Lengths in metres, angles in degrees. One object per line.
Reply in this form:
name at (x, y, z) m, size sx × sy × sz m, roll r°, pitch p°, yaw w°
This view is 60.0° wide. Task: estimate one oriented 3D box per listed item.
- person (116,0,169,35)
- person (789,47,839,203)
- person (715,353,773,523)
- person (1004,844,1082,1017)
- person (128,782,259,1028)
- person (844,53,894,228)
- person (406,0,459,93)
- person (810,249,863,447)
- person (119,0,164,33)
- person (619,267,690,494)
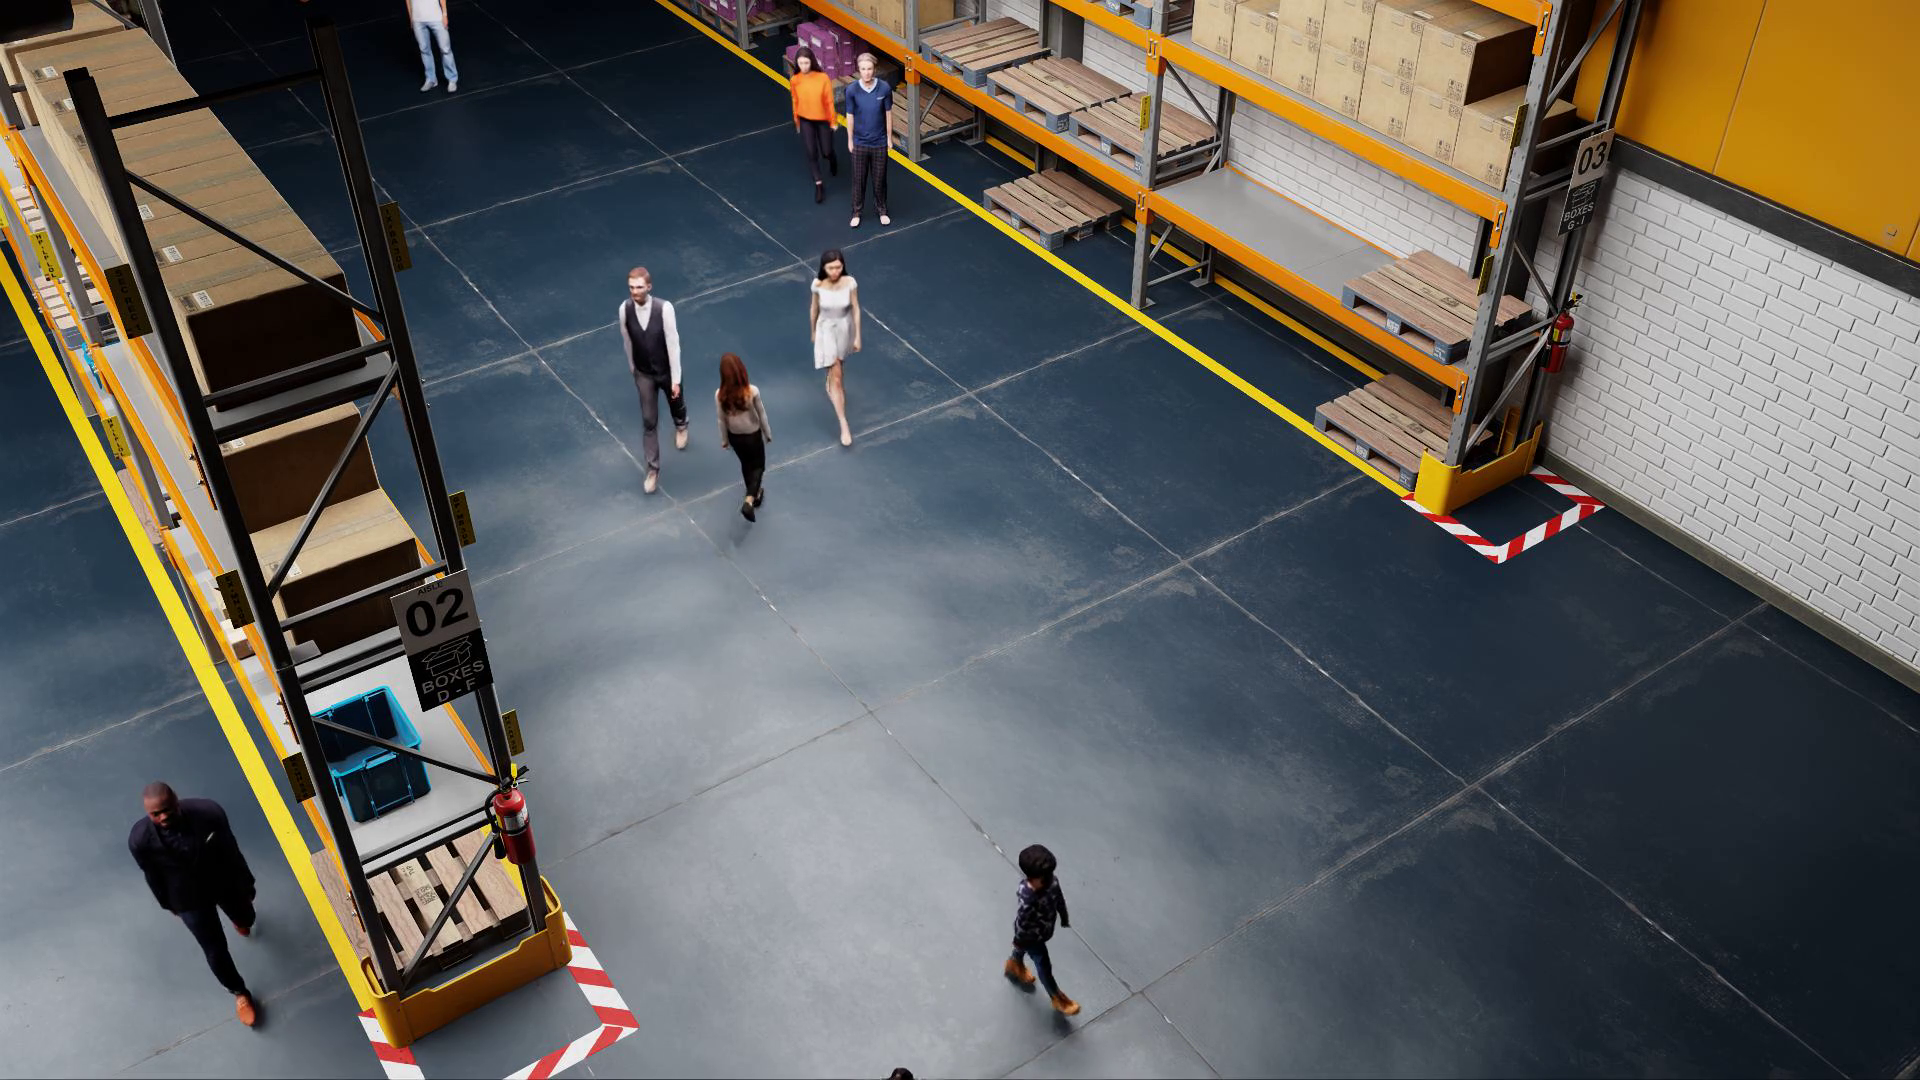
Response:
person at (-10.840, -7.357, 21.442) m, size 1.097 × 1.774 × 1.023 m, roll 5°, pitch 39°, yaw 6°
person at (-1.542, -4.529, 17.938) m, size 0.914 × 1.728 × 0.975 m, roll 4°, pitch 39°, yaw 4°
person at (-1.751, -0.790, 13.473) m, size 0.857 × 1.459 × 0.943 m, roll 6°, pitch 39°, yaw 7°
person at (0.411, 2.250, 9.858) m, size 0.879 × 1.220 × 0.657 m, roll 26°, pitch 45°, yaw 29°
person at (-4.404, 1.989, 9.726) m, size 0.679 × 1.791 × 1.079 m, roll -22°, pitch 44°, yaw -25°
person at (-0.953, -4.188, 17.398) m, size 0.735 × 1.871 × 0.714 m, roll -5°, pitch 39°, yaw -6°
person at (-6.430, -6.349, 20.110) m, size 0.750 × 1.862 × 0.789 m, roll 3°, pitch 39°, yaw 4°
person at (-1.092, -1.790, 14.523) m, size 0.938 × 1.709 × 1.316 m, roll -7°, pitch 39°, yaw -8°
person at (-10.277, -6.649, 20.805) m, size 0.743 × 1.464 × 0.678 m, roll 26°, pitch 46°, yaw 29°
person at (-2.506, -1.467, 13.965) m, size 1.149 × 1.902 × 1.294 m, roll 2°, pitch 39°, yaw 2°
